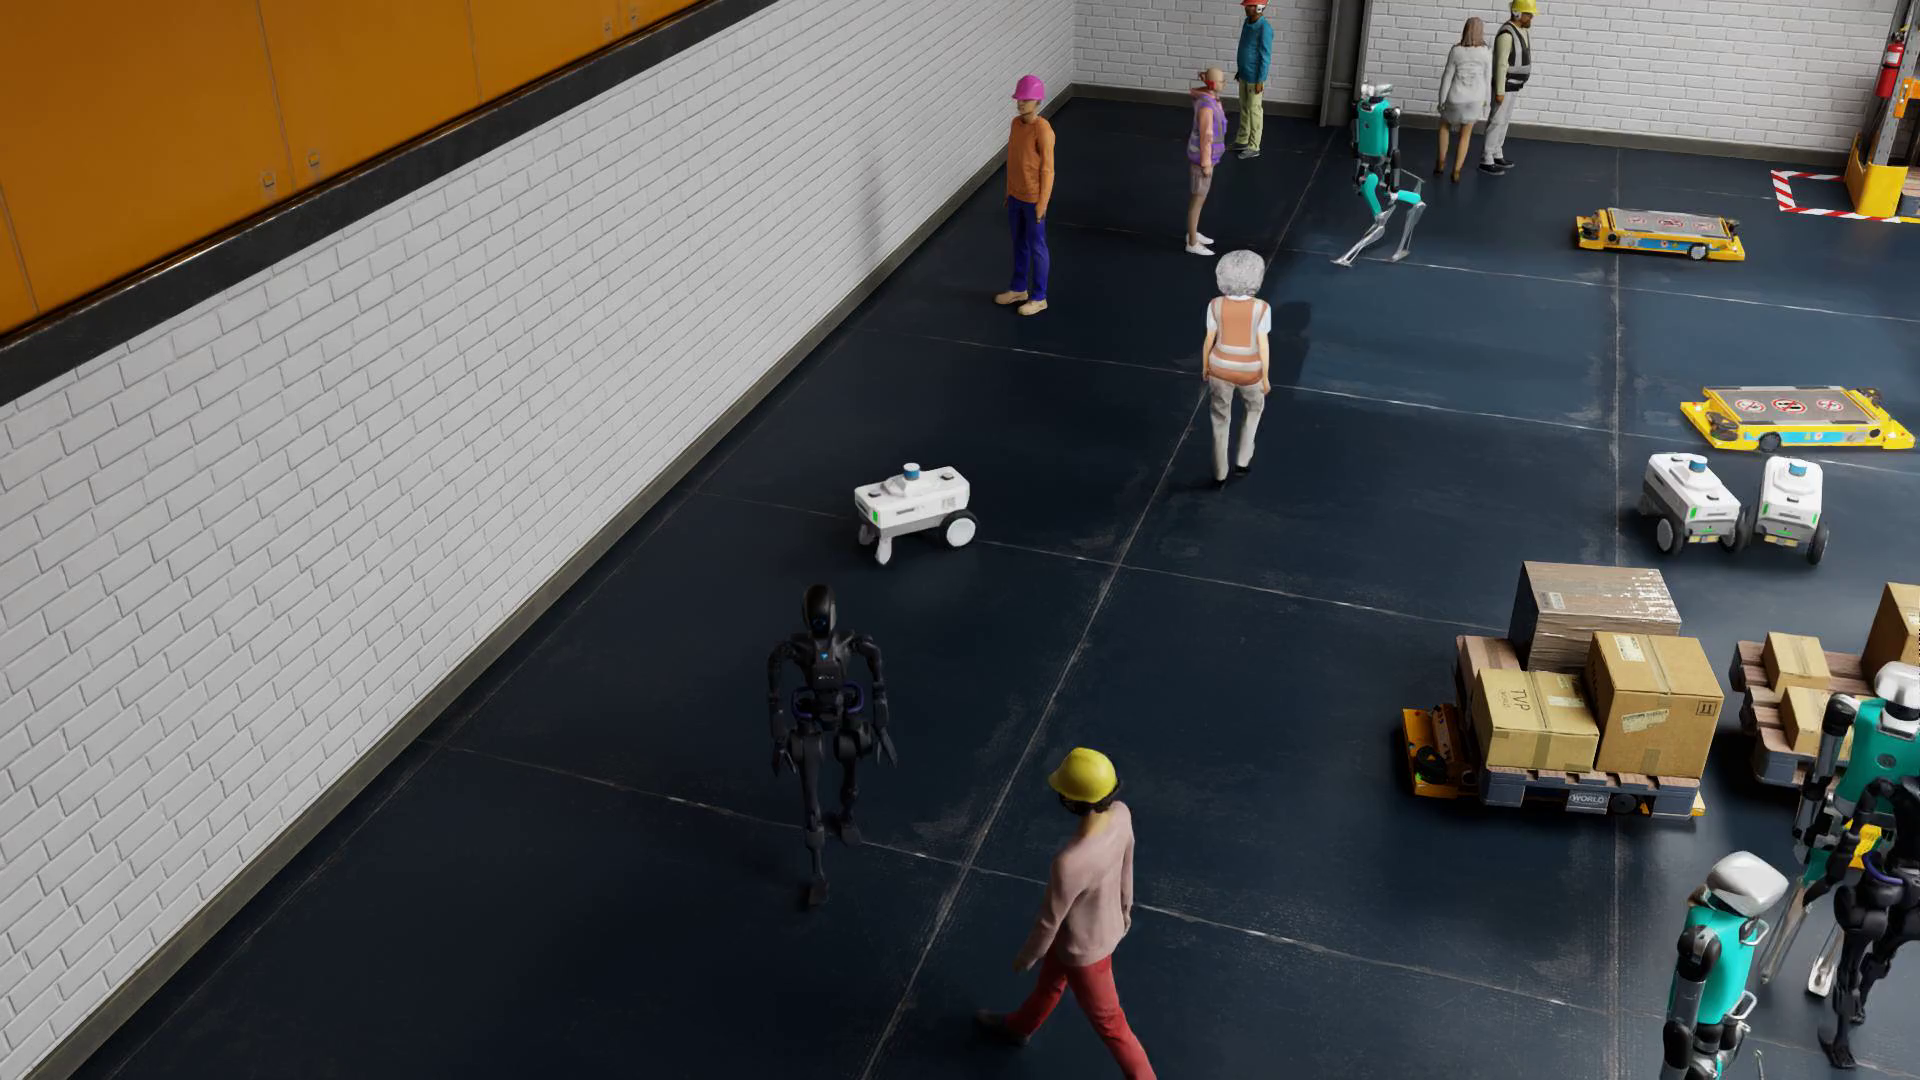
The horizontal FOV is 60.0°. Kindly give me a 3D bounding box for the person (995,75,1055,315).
[{"bbox_3d":[0.556,-2.862,13.802,0.368,1.988,0.513,-20,36,-31],"label":"person"}]

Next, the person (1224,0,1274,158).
[{"bbox_3d":[3.056,-4.926,17.538,0.330,1.752,0.561,-9,32,-14],"label":"person"}]

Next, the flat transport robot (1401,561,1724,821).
[{"bbox_3d":[3.084,1.124,8.713,1.431,0.231,0.659,4,31,6],"label":"flat transport robot"}]

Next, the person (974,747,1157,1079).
[{"bbox_3d":[0.481,1.544,6.569,0.947,1.711,0.527,14,33,23],"label":"person"}]

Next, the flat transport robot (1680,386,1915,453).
[{"bbox_3d":[6.100,-0.885,12.131,1.431,0.231,0.659,0,30,-1],"label":"flat transport robot"}]

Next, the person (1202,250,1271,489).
[{"bbox_3d":[1.868,-1.154,11.190,0.483,1.669,0.480,9,32,16],"label":"person"}]

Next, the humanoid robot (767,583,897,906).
[{"bbox_3d":[-0.591,0.902,7.735,0.590,1.627,0.770,-4,31,-7],"label":"humanoid robot"}]

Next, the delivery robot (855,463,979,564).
[{"bbox_3d":[-0.295,-0.222,10.701,0.751,0.574,0.499,-14,33,-23],"label":"delivery robot"}]

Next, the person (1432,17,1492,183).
[{"bbox_3d":[5.105,-4.480,16.881,0.515,1.642,0.498,6,31,10],"label":"person"}]

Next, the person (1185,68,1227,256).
[{"bbox_3d":[2.222,-3.432,15.065,0.342,1.689,0.499,5,31,9],"label":"person"}]

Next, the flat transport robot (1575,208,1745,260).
[{"bbox_3d":[6.501,-2.848,15.470,1.431,0.231,0.659,7,31,13],"label":"flat transport robot"}]

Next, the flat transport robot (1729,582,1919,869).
[{"bbox_3d":[4.671,1.193,8.596,0.659,0.231,1.431,7,31,12],"label":"flat transport robot"}]

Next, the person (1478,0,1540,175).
[{"bbox_3d":[5.626,-4.685,17.067,0.403,1.825,0.592,18,35,28],"label":"person"}]

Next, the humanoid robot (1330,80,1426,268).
[{"bbox_3d":[3.768,-3.208,14.660,1.061,1.730,0.563,-19,36,-29],"label":"humanoid robot"}]

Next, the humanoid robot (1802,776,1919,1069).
[{"bbox_3d":[3.814,1.422,6.835,0.586,1.651,0.461,4,31,7],"label":"humanoid robot"}]

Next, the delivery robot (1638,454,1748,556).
[{"bbox_3d":[4.732,-0.252,10.773,0.499,0.596,0.787,-2,31,-3],"label":"delivery robot"}]

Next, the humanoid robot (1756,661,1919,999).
[{"bbox_3d":[3.861,1.235,7.115,0.541,1.839,0.664,19,35,29],"label":"humanoid robot"}]

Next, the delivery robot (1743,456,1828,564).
[{"bbox_3d":[5.340,-0.219,10.729,0.499,0.608,0.801,13,33,21],"label":"delivery robot"}]

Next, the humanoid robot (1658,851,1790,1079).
[{"bbox_3d":[2.802,2.001,5.870,0.781,1.891,0.555,25,39,36],"label":"humanoid robot"}]
